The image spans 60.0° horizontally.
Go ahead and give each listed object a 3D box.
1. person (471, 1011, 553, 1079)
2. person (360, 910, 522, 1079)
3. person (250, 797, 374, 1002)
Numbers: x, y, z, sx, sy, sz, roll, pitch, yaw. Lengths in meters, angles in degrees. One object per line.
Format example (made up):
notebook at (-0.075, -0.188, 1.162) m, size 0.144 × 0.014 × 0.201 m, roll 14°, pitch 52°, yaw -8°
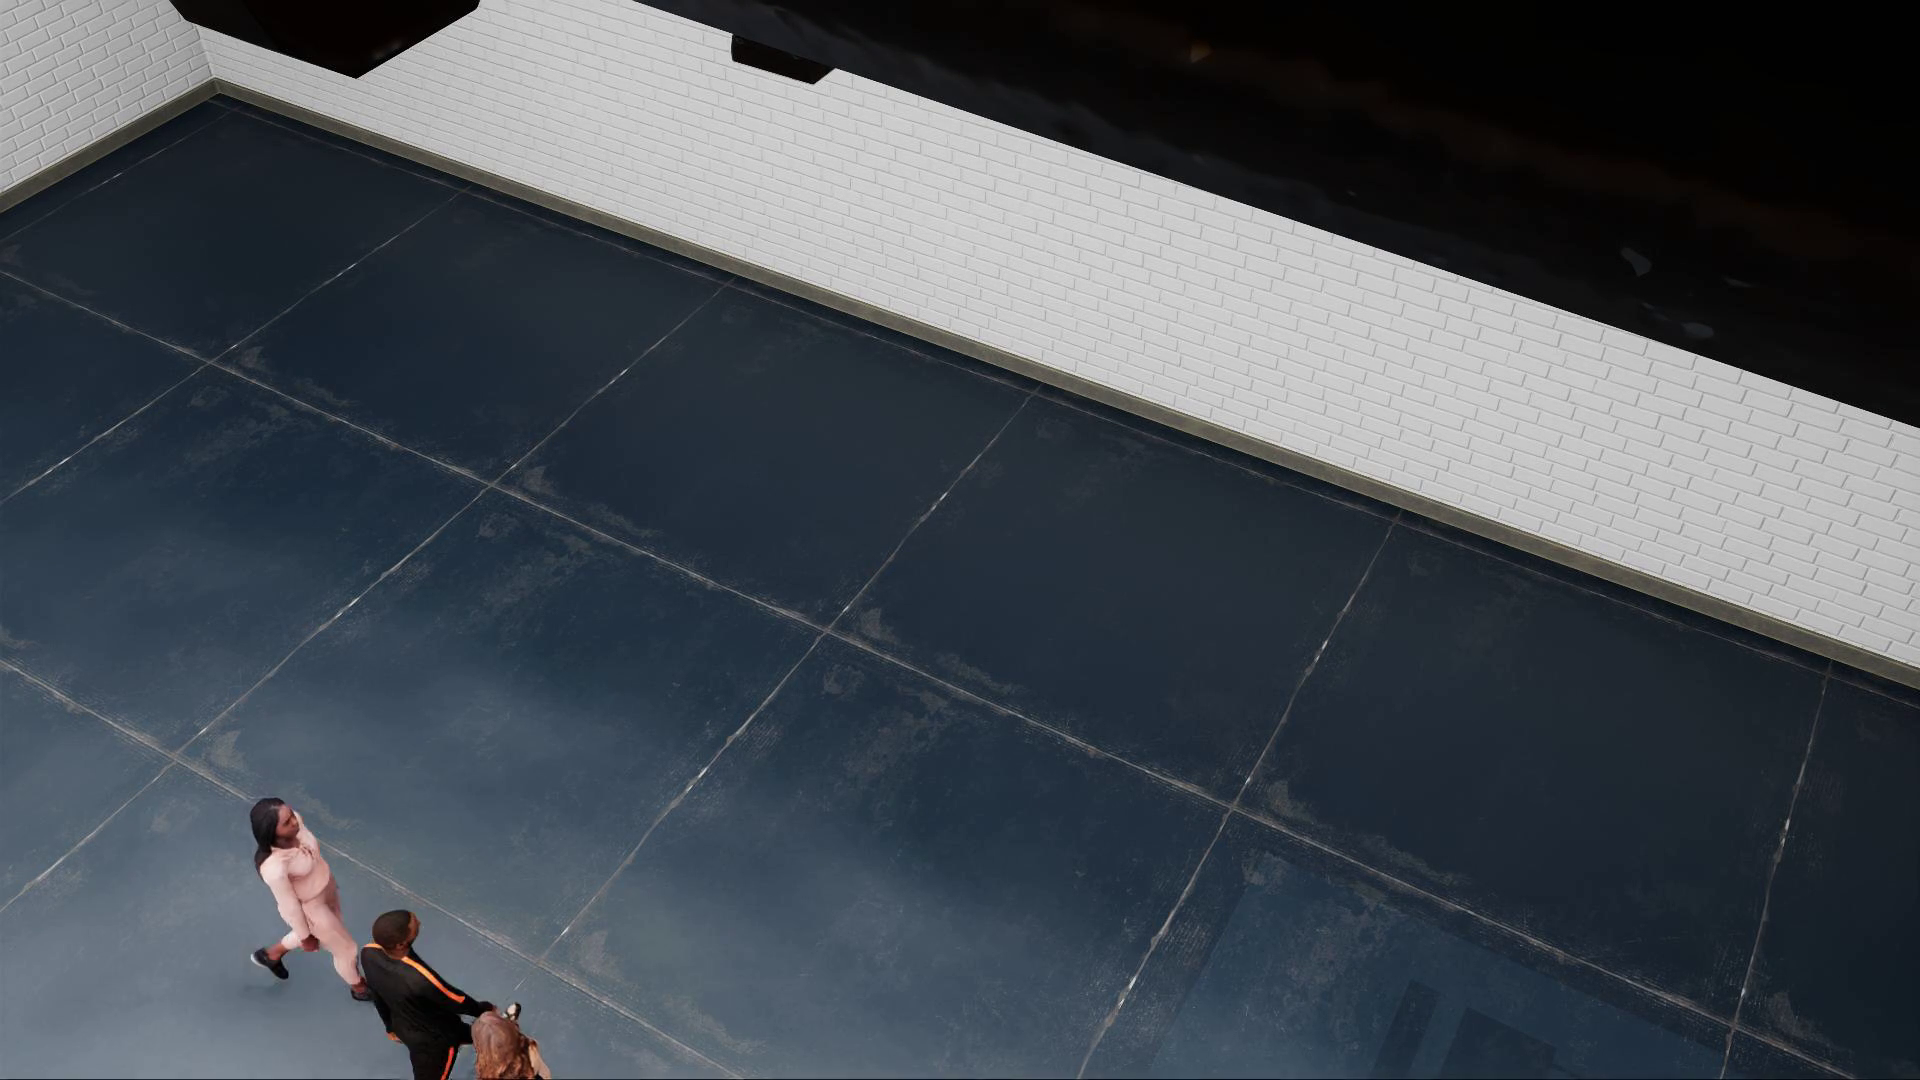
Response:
person at (-2.039, 2.764, 7.856) m, size 0.648 × 1.745 × 0.460 m, roll 26°, pitch 49°, yaw 25°
person at (-2.673, 2.476, 8.148) m, size 0.655 × 1.757 × 1.155 m, roll 23°, pitch 48°, yaw 23°
person at (-3.501, 1.928, 8.763) m, size 1.019 × 1.703 × 1.032 m, roll -3°, pitch 44°, yaw -3°
